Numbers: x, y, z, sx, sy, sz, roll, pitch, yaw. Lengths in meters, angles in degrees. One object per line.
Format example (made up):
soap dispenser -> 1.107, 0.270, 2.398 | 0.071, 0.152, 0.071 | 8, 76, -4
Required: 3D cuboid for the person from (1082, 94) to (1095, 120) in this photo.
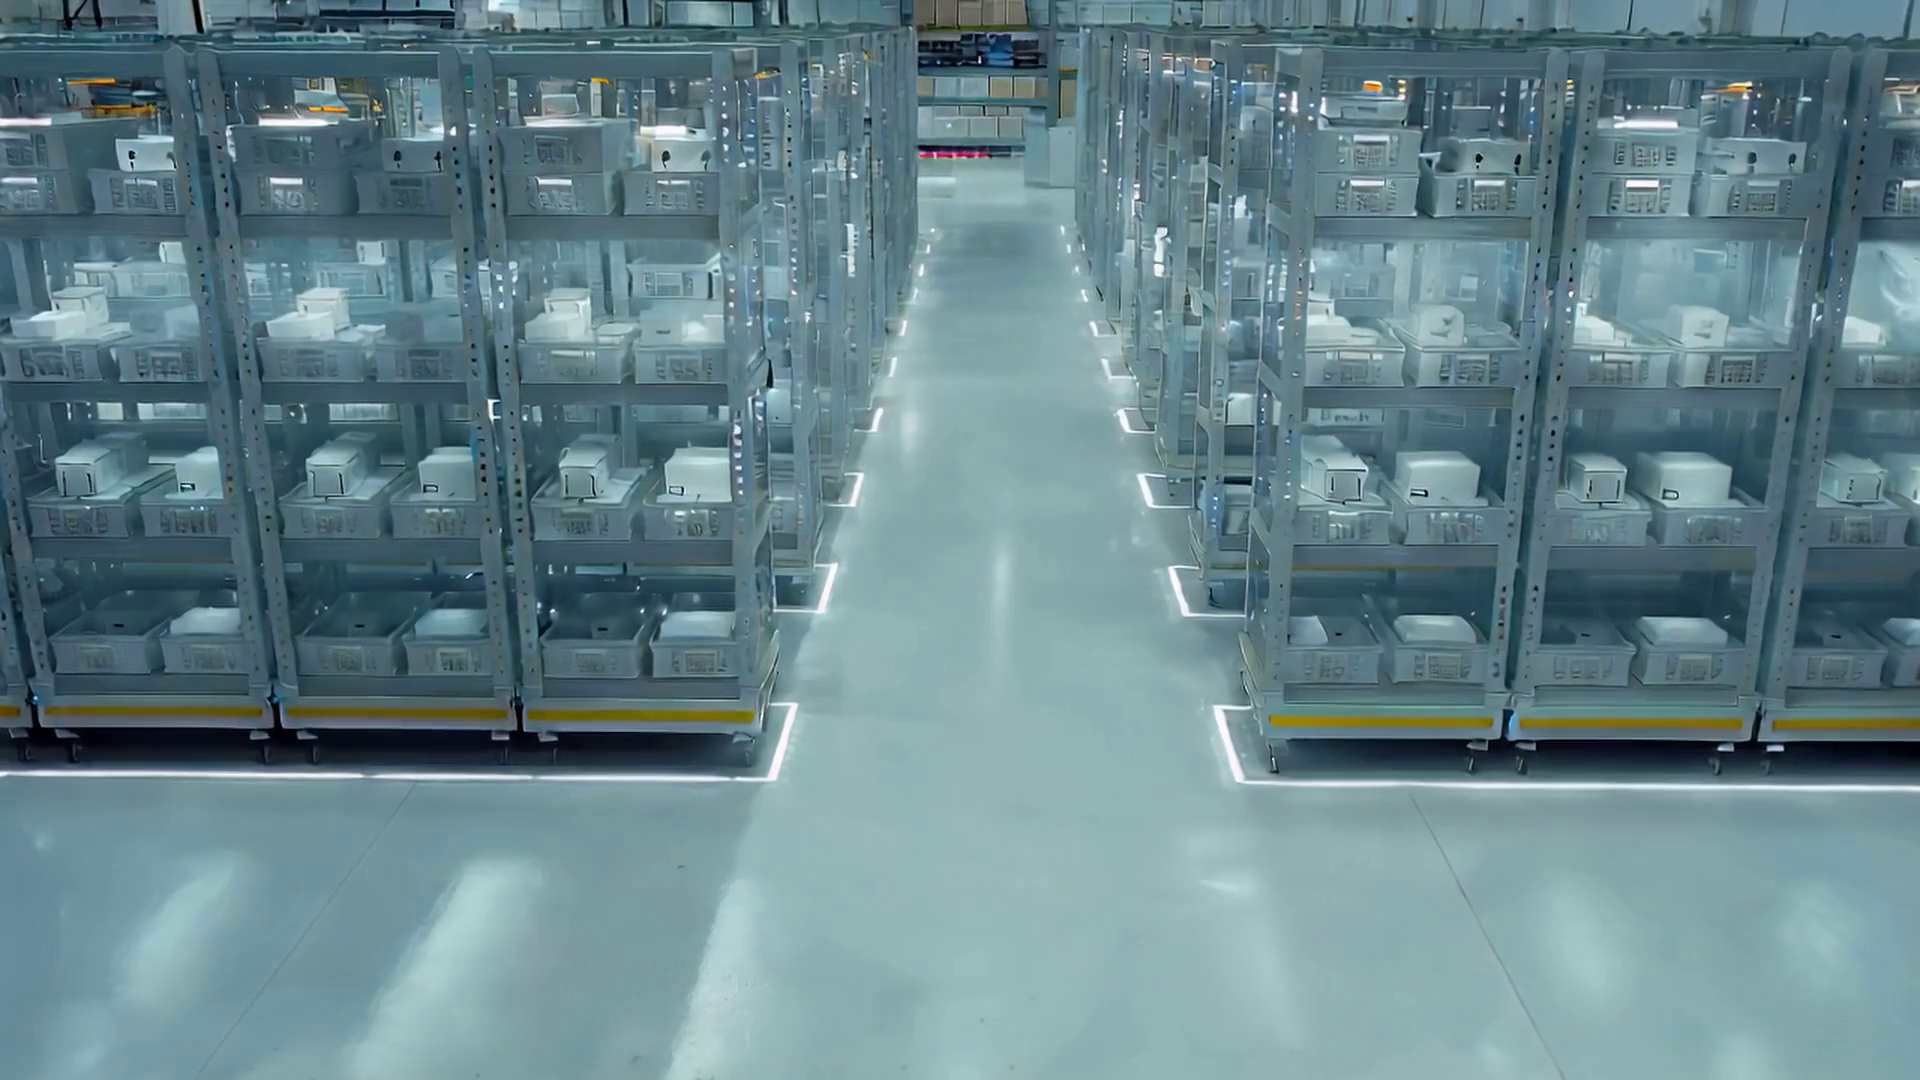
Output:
person -> 3.328, -10.498, 42.578 | 0.611, 1.985, 0.415 | -1, 17, -5
